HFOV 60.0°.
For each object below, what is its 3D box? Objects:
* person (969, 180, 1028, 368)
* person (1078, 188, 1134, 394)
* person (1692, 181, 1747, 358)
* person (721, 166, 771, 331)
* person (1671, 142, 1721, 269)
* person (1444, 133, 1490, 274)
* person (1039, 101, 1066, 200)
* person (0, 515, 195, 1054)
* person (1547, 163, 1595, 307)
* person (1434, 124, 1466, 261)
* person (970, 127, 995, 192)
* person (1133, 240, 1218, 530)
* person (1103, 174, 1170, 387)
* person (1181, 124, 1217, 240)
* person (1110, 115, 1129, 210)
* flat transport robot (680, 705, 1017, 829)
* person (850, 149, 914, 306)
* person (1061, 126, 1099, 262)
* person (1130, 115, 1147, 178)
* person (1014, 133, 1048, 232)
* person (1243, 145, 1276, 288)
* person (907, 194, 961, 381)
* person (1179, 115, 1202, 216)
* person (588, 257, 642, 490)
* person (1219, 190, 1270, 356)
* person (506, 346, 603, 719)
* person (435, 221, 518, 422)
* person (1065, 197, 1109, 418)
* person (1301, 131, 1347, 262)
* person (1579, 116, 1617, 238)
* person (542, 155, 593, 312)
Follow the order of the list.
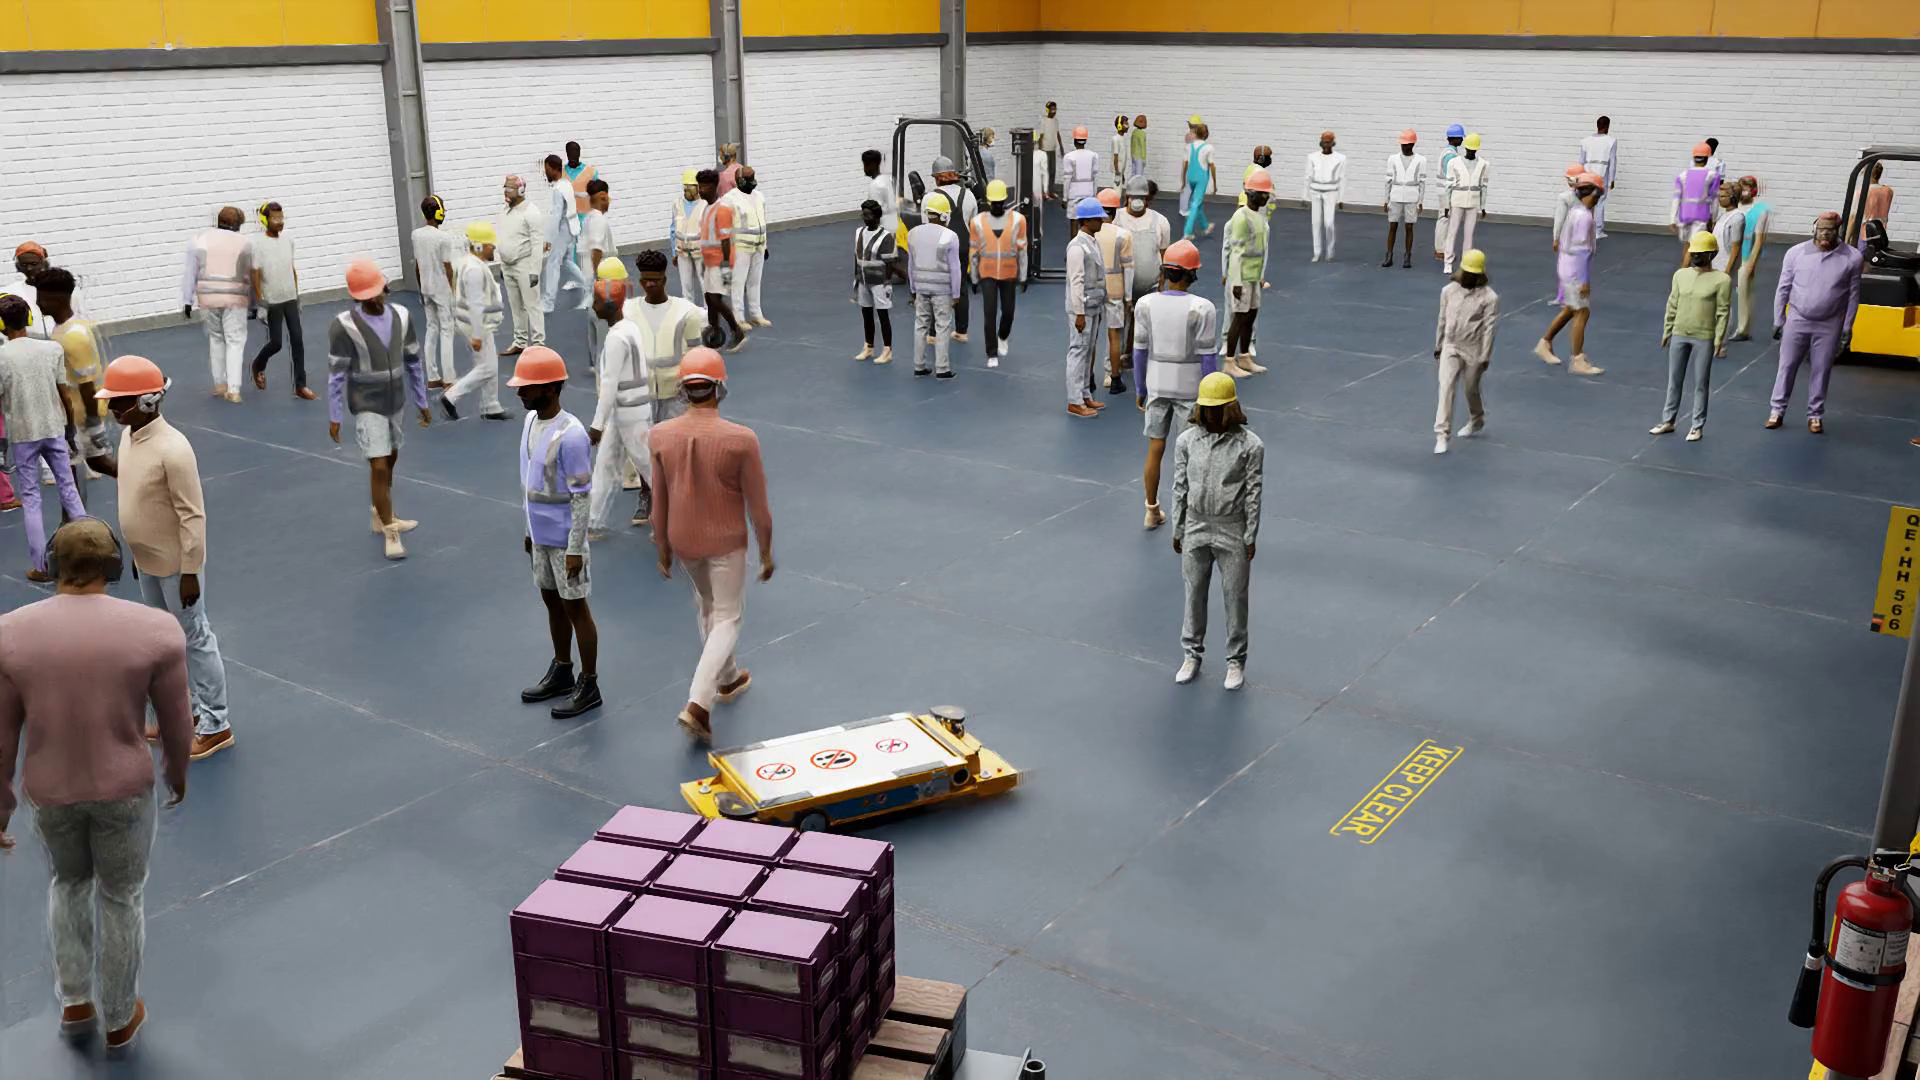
[{"bbox_3d":[0.396,-2.750,17.087,0.621,1.904,0.631,0,18,-2],"label":"person"},{"bbox_3d":[1.373,-2.353,15.787,0.551,1.932,0.377,5,18,15],"label":"person"},{"bbox_3d":[7.986,-2.830,17.428,0.346,1.844,0.505,3,18,9],"label":"person"},{"bbox_3d":[-2.422,-3.336,19.008,0.429,1.847,0.627,13,22,35],"label":"person"},{"bbox_3d":[9.555,-4.218,21.691,0.542,1.909,0.961,16,24,41],"label":"person"},{"bbox_3d":[6.982,-4.638,22.962,0.585,1.918,0.378,0,18,1],"label":"person"},{"bbox_3d":[1.749,-7.472,31.928,0.342,1.859,0.571,16,24,41],"label":"person"},{"bbox_3d":[-2.983,0.863,5.774,0.659,1.906,0.461,-5,18,-16],"label":"person"},{"bbox_3d":[7.547,-3.760,20.515,0.577,1.739,0.392,-7,19,-20],"label":"person"},{"bbox_3d":[7.122,-5.059,24.231,0.385,1.948,0.605,4,18,12],"label":"person"},{"bbox_3d":[0.336,-4.926,23.837,0.371,1.935,0.627,-6,19,-18],"label":"person"},{"bbox_3d":[1.495,-1.049,11.534,0.605,2.045,0.377,10,20,28],"label":"person"},{"bbox_3d":[1.675,-2.479,16.010,0.683,2.000,0.538,1,18,2],"label":"person"},{"bbox_3d":[3.847,-5.691,26.445,0.538,1.793,0.977,16,24,41],"label":"person"},{"bbox_3d":[2.631,-6.029,27.388,0.328,1.874,0.521,4,18,12],"label":"person"},{"bbox_3d":[-0.513,1.084,7.726,1.431,0.197,0.652,-9,20,-26],"label":"flat transport robot"},{"bbox_3d":[-0.871,-3.835,20.467,0.952,1.920,0.657,3,18,9],"label":"person"},{"bbox_3d":[1.718,-4.969,23.964,0.543,1.939,0.361,-6,19,-19],"label":"person"},{"bbox_3d":[3.374,-7.182,31.379,0.274,1.632,0.503,-6,19,-19],"label":"person"},{"bbox_3d":[1.117,-5.557,26.107,0.532,1.744,0.620,3,18,8],"label":"person"},{"bbox_3d":[3.921,-4.246,21.861,0.429,1.841,0.633,-2,18,-6],"label":"person"},{"bbox_3d":[-0.237,-2.479,16.377,0.595,1.821,0.403,11,21,30],"label":"person"},{"bbox_3d":[4.094,-6.606,29.382,0.351,1.756,0.518,-1,18,-5],"label":"person"},{"bbox_3d":[-2.594,-1.259,12.633,0.530,1.772,0.302,15,23,38],"label":"person"},{"bbox_3d":[2.989,-2.803,17.506,0.485,1.744,0.294,4,18,12],"label":"person"},{"bbox_3d":[-2.090,-0.040,8.549,0.355,1.938,0.545,-16,24,-40],"label":"person"},{"bbox_3d":[-4.257,-1.868,14.480,0.632,1.808,0.621,-6,19,-17],"label":"person"},{"bbox_3d":[1.127,-2.084,14.920,0.380,1.951,0.605,6,19,18],"label":"person"},{"bbox_3d":[5.234,-4.940,23.991,0.593,1.872,0.419,9,20,26],"label":"person"},{"bbox_3d":[10.169,-5.789,26.573,0.587,1.914,0.390,15,23,39],"label":"person"},{"bbox_3d":[-4.856,-3.677,20.047,0.861,1.871,0.644,-3,18,-8],"label":"person"}]
